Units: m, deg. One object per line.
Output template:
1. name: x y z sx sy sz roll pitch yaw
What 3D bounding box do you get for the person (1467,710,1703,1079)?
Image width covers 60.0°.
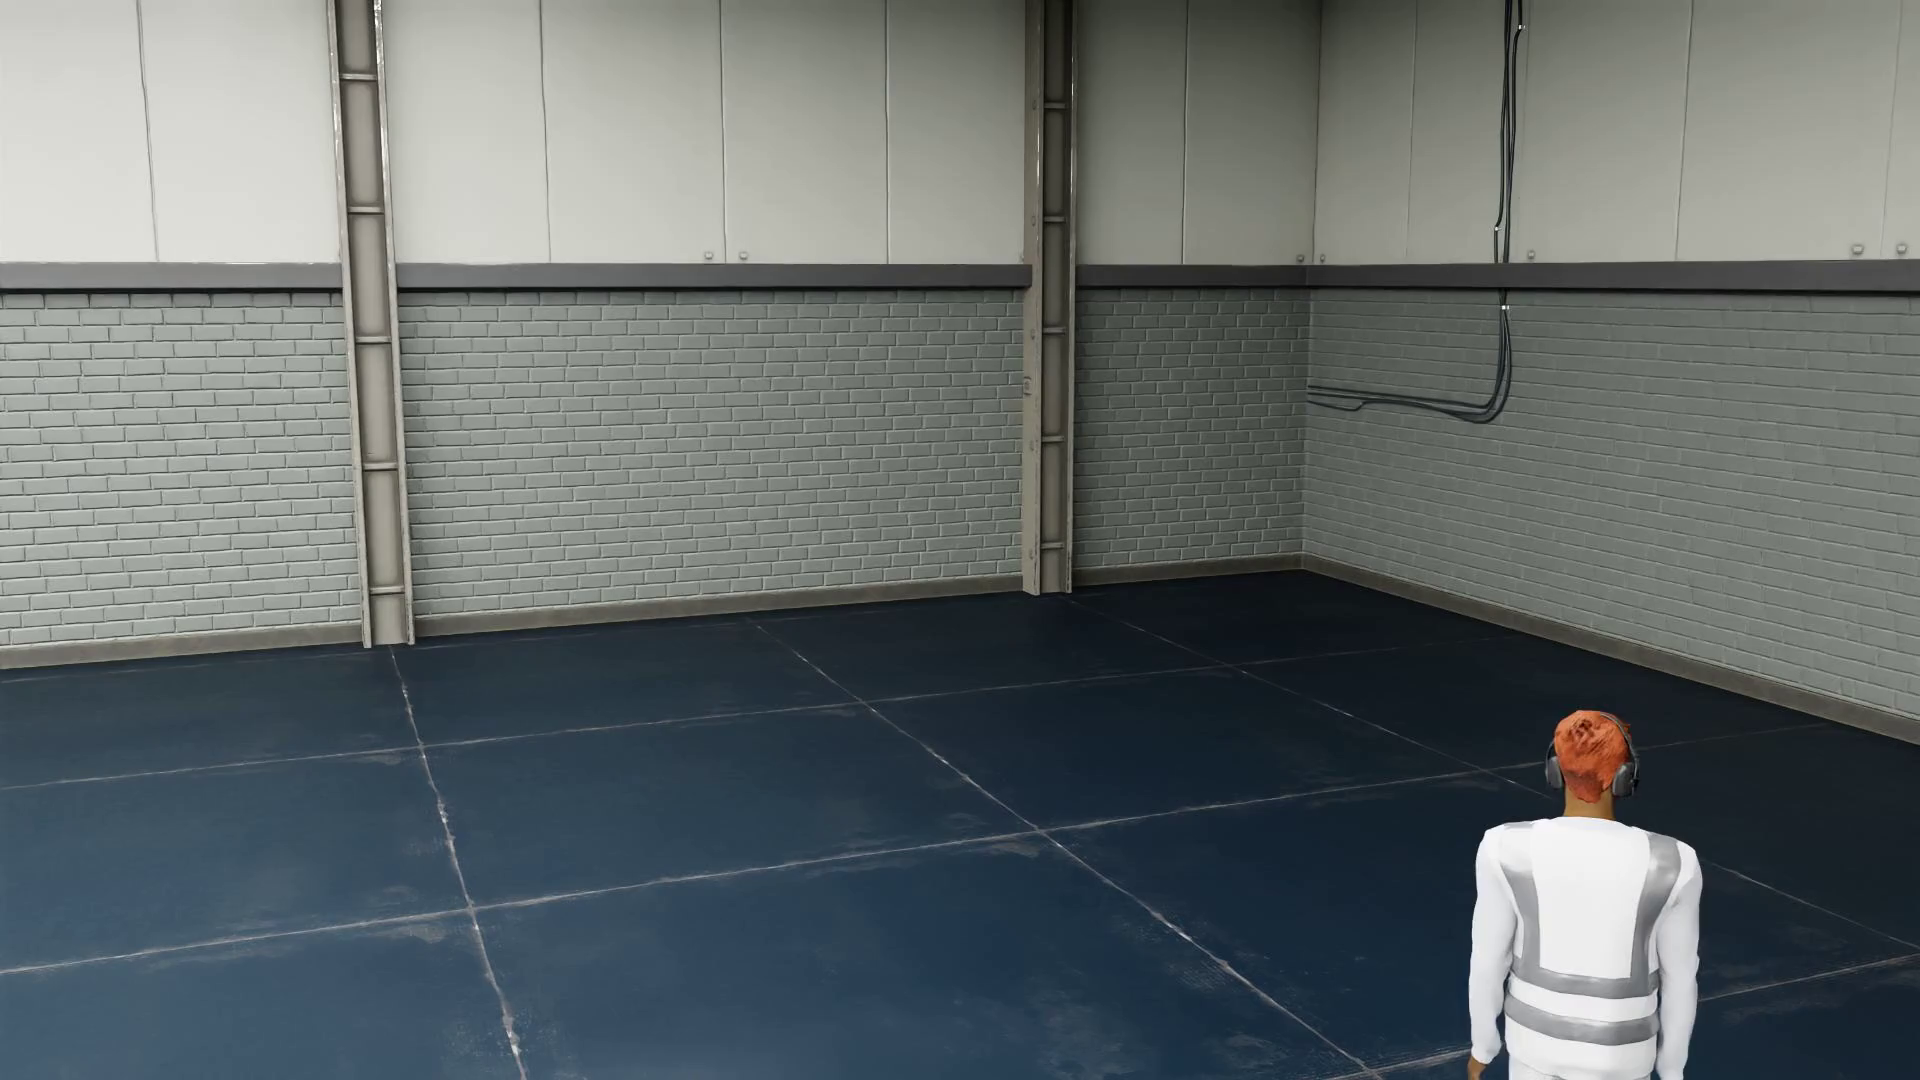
1. person: 1.673 1.385 4.508 0.576 1.886 0.362 3 10 19
